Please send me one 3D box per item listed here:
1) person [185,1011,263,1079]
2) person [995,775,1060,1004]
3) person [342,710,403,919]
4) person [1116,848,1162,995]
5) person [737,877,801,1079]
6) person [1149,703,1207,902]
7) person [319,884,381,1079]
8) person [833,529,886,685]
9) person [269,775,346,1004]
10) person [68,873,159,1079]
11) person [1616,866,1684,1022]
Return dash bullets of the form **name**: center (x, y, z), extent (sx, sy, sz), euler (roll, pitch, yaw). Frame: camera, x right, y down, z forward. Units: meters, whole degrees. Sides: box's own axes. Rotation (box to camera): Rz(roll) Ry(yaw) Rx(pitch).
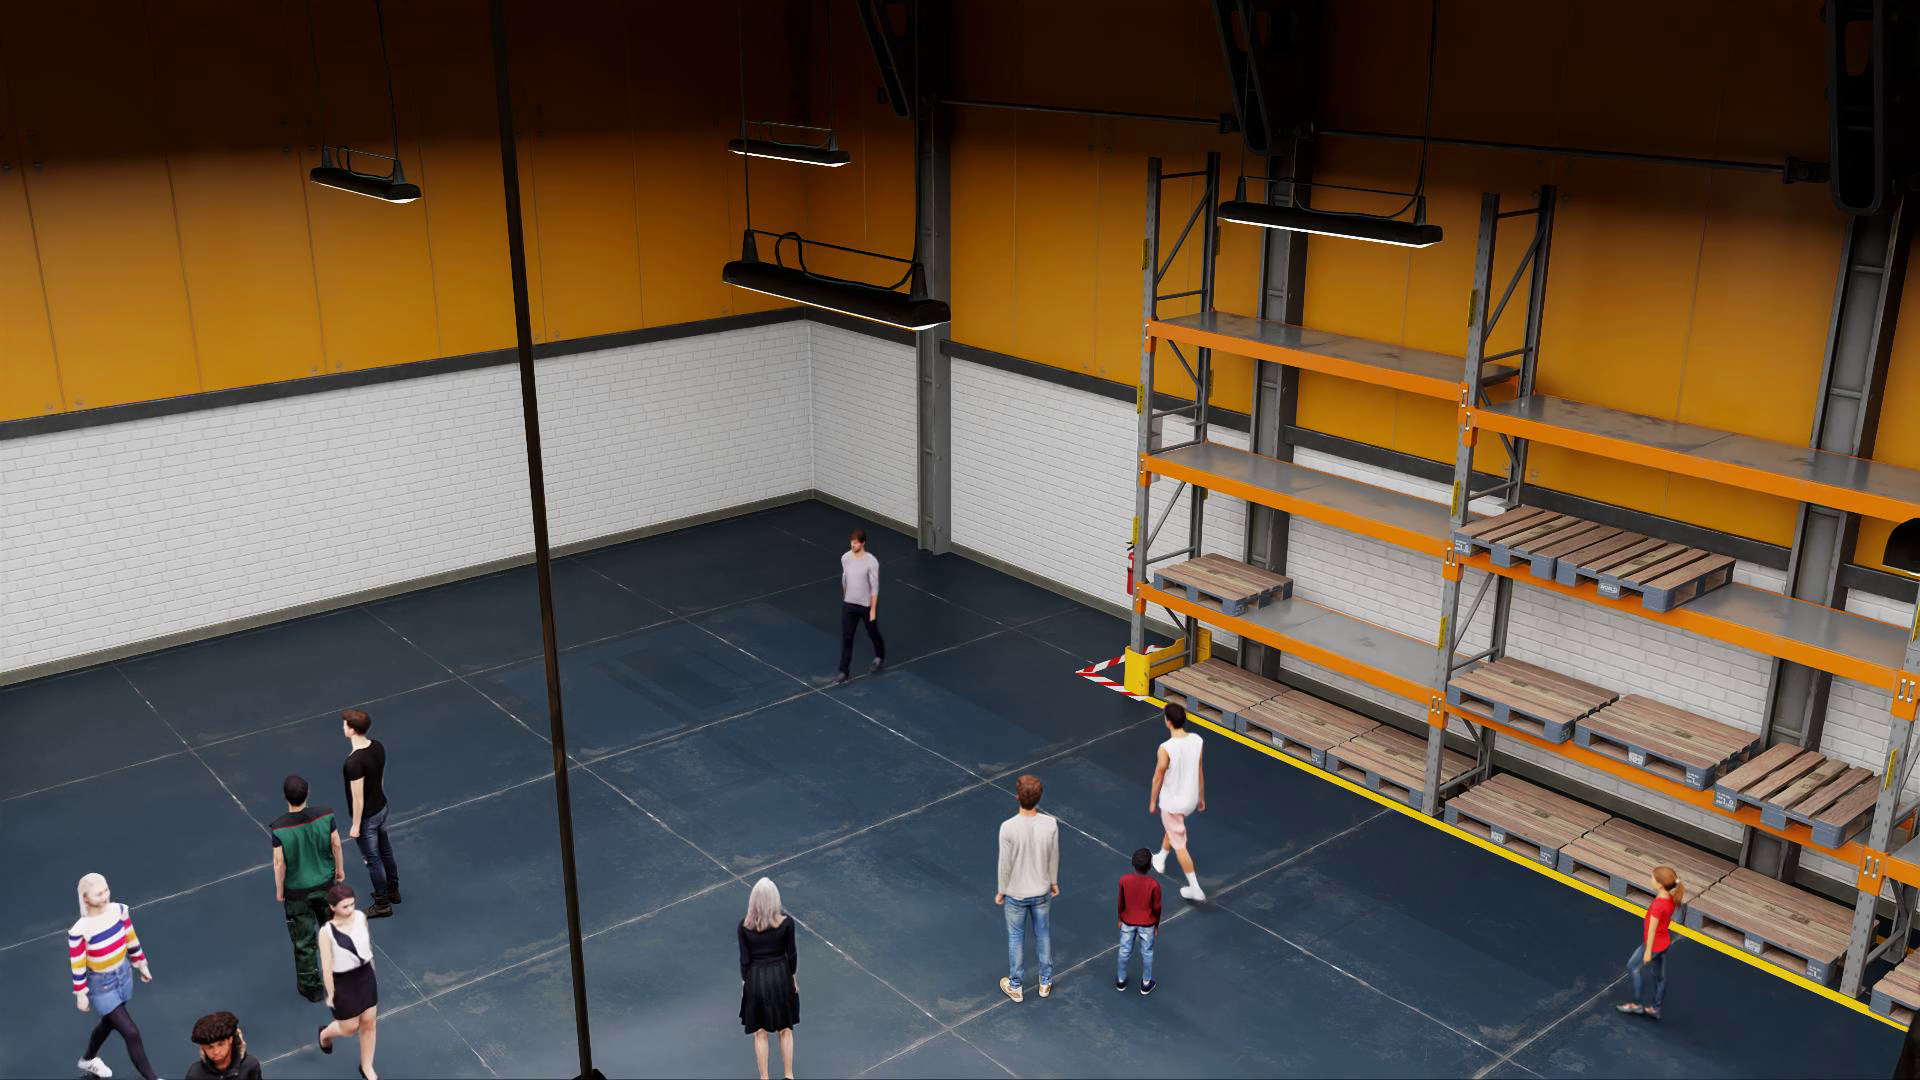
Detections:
- **person**: center (-4.559, 3.733, 10.392), extent (0.662, 1.781, 0.651), euler (-10, 21, -28)
- **person**: center (0.534, 2.749, 13.125), extent (0.751, 1.902, 0.725), euler (-5, 19, -14)
- **person**: center (-5.087, 2.345, 14.334), extent (0.808, 1.896, 0.755), euler (2, 19, 6)
- **person**: center (1.426, 3.035, 13.292), extent (0.561, 1.253, 0.638), euler (5, 19, 13)
- **person**: center (-1.375, 3.218, 11.976), extent (0.696, 1.746, 0.719), euler (-4, 19, -10)
- **person**: center (1.956, 2.341, 14.595), extent (0.738, 1.736, 1.177), euler (-11, 22, -30)
- **person**: center (-4.491, 3.227, 12.125), extent (0.885, 1.634, 0.708), euler (11, 21, 29)
- **person**: center (-1.091, 0.742, 19.253), extent (1.201, 1.794, 1.034), euler (10, 21, 27)
- **person**: center (-5.153, 2.735, 13.171), extent (0.675, 1.899, 0.547), euler (-14, 23, -37)
- **person**: center (-6.201, 3.204, 11.995), extent (1.263, 1.760, 1.074), euler (6, 19, 16)
- **person**: center (5.448, 3.152, 12.871), extent (0.532, 1.300, 0.560), euler (-17, 25, -42)
